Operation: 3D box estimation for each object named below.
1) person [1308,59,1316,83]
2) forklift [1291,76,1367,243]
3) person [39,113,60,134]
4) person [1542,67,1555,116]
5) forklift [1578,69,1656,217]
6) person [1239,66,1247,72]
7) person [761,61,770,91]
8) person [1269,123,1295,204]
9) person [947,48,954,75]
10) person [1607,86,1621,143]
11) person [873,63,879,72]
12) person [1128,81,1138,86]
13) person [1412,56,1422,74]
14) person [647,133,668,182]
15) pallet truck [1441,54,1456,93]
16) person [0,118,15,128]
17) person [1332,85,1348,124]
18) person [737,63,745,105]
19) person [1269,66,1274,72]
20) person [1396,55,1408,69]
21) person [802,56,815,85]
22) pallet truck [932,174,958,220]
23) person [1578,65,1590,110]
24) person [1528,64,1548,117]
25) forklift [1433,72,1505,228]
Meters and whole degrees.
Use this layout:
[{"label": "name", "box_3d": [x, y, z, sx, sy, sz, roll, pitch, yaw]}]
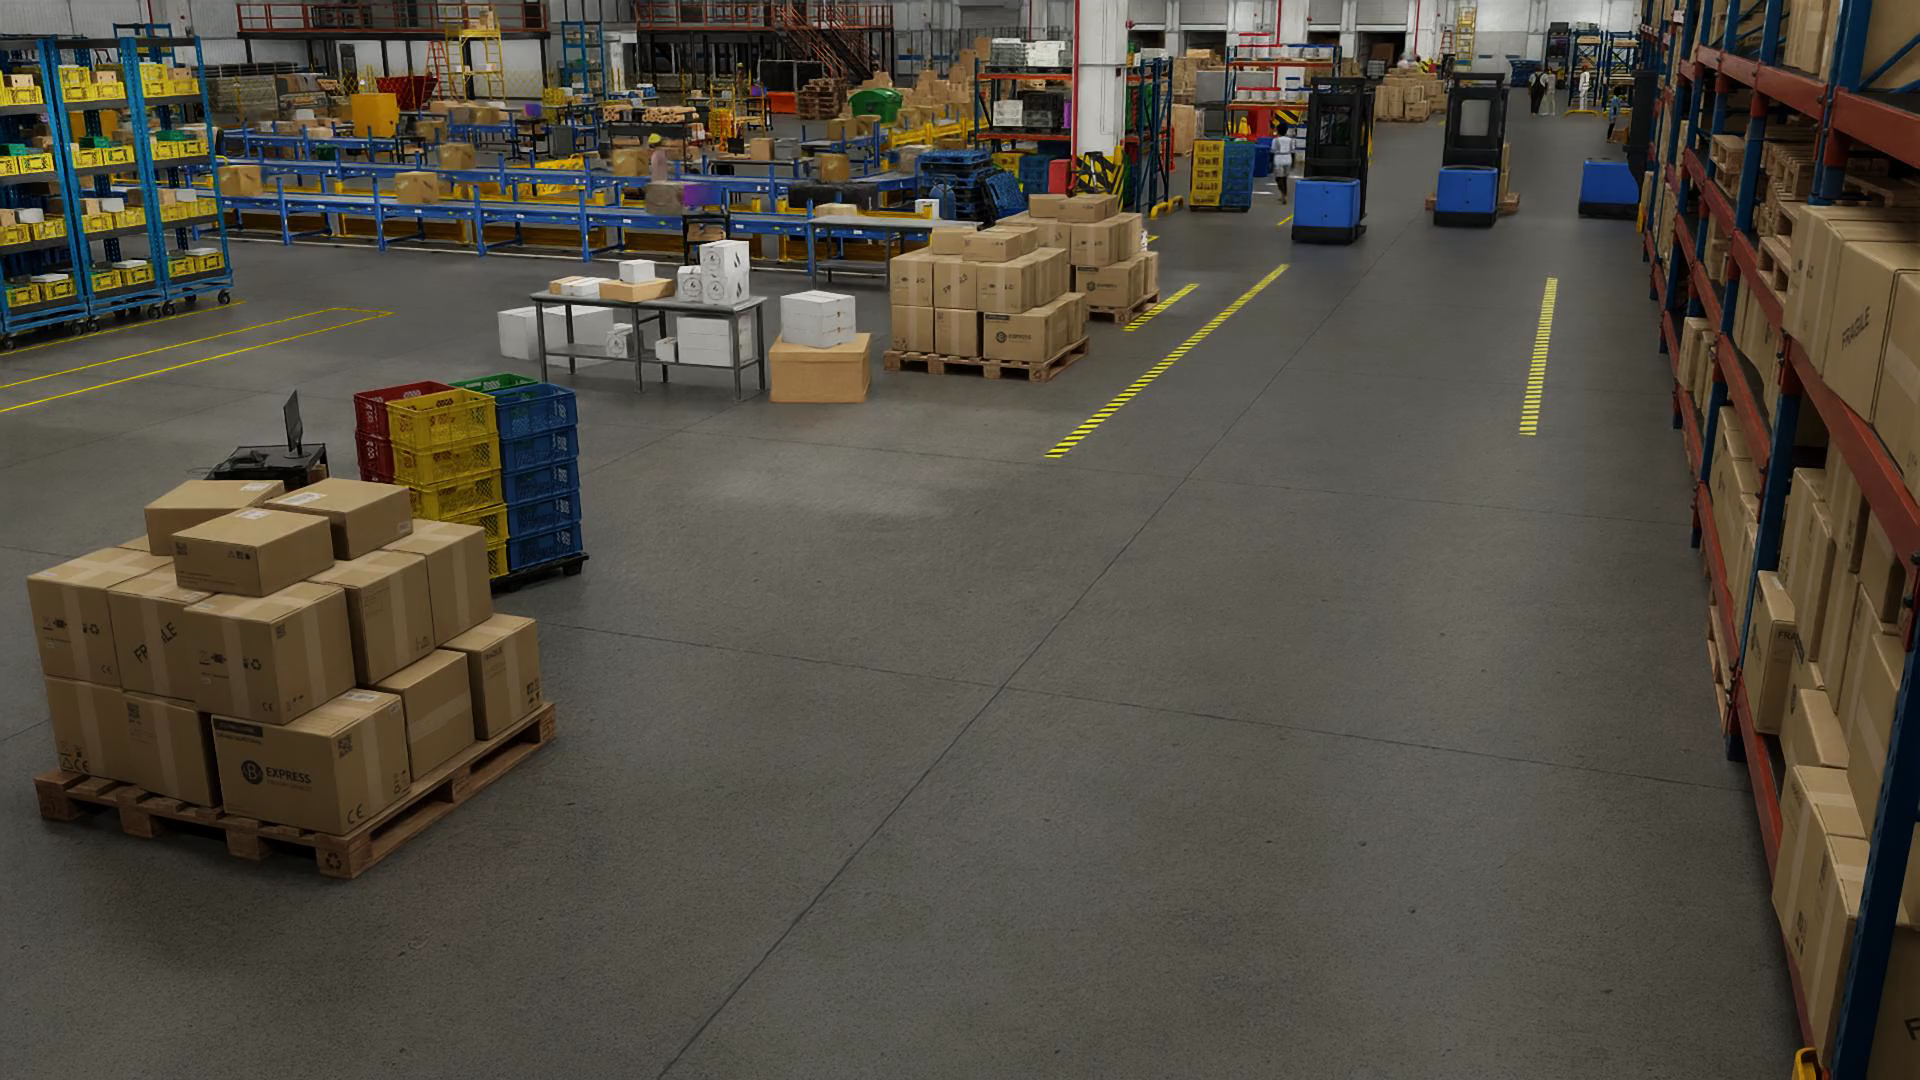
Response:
[{"label": "person", "box_3d": [19.747, -26.627, 93.273, 0.393, 1.985, 0.611, 6, 19, 19]}, {"label": "forklift", "box_3d": [6.598, -6.755, 29.381, 1.129, 2.768, 1.873, 6, 19, 19]}, {"label": "person", "box_3d": [-22.449, -10.099, 41.241, 0.366, 2.048, 0.607, 5, 18, 15]}, {"label": "person", "box_3d": [22.914, -17.397, 64.522, 0.588, 1.832, 0.450, -11, 21, -31]}, {"label": "forklift", "box_3d": [13.219, -7.740, 32.475, 1.873, 2.768, 1.129, 6, 19, 18]}, {"label": "person", "box_3d": [11.467, -18.466, 67.749, 0.390, 1.913, 0.587, -12, 21, -32]}, {"label": "person", "box_3d": [-8.692, -20.231, 73.446, 0.862, 1.807, 0.540, -4, 18, -12]}, {"label": "person", "box_3d": [6.833, -7.959, 35.124, 0.525, 1.668, 0.753, -6, 19, -17]}, {"label": "person", "box_3d": [-0.528, -26.947, 94.373, 0.446, 1.933, 0.612, -8, 19, -22]}, {"label": "person", "box_3d": [20.141, -13.084, 51.188, 0.321, 1.696, 0.537, 6, 19, 18]}, {"label": "person", "box_3d": [-3.419, -18.500, 67.936, 0.329, 1.865, 0.516, 3, 18, 8]}, {"label": "person", "box_3d": [6.471, -16.611, 61.895, 0.372, 1.928, 0.543, 13, 22, 36]}, {"label": "person", "box_3d": [22.315, -22.693, 81.163, 0.655, 1.830, 0.447, -12, 21, -33]}, {"label": "person", "box_3d": [-5.629, -6.682, 30.981, 0.367, 1.750, 0.542, 3, 18, 10]}, {"label": "pallet truck", "box_3d": [22.765, -21.886, 78.355, 0.823, 1.965, 1.885, -4, 18, -14]}, {"label": "person", "box_3d": [-27.780, -12.234, 48.260, 0.703, 1.860, 0.786, -5, 18, -15]}, {"label": "person", "box_3d": [12.108, -13.680, 52.863, 0.593, 1.822, 0.470, -9, 20, -27]}, {"label": "person", "box_3d": [-9.506, -19.767, 72.074, 0.331, 1.768, 0.526, -6, 19, -18]}, {"label": "person", "box_3d": [14.398, -21.017, 75.883, 0.634, 1.839, 0.429, 2, 18, 7]}, {"label": "person", "box_3d": [21.230, -22.257, 79.708, 0.798, 1.900, 0.397, -7, 19, -20]}, {"label": "person", "box_3d": [-6.876, -21.049, 75.777, 0.601, 1.967, 0.369, 4, 18, 12]}, {"label": "pallet truck", "box_3d": [-0.507, -5.292, 27.348, 0.653, 1.274, 1.630, 6, 19, 19]}, {"label": "person", "box_3d": [24.810, -17.944, 66.176, 0.572, 1.876, 0.355, -15, 23, -39]}, {"label": "person", "box_3d": [22.220, -17.326, 63.957, 0.688, 2.000, 1.046, 8, 19, 23]}, {"label": "forklift", "box_3d": [9.687, -7.415, 31.455, 1.129, 2.768, 1.873, 6, 19, 19]}]
